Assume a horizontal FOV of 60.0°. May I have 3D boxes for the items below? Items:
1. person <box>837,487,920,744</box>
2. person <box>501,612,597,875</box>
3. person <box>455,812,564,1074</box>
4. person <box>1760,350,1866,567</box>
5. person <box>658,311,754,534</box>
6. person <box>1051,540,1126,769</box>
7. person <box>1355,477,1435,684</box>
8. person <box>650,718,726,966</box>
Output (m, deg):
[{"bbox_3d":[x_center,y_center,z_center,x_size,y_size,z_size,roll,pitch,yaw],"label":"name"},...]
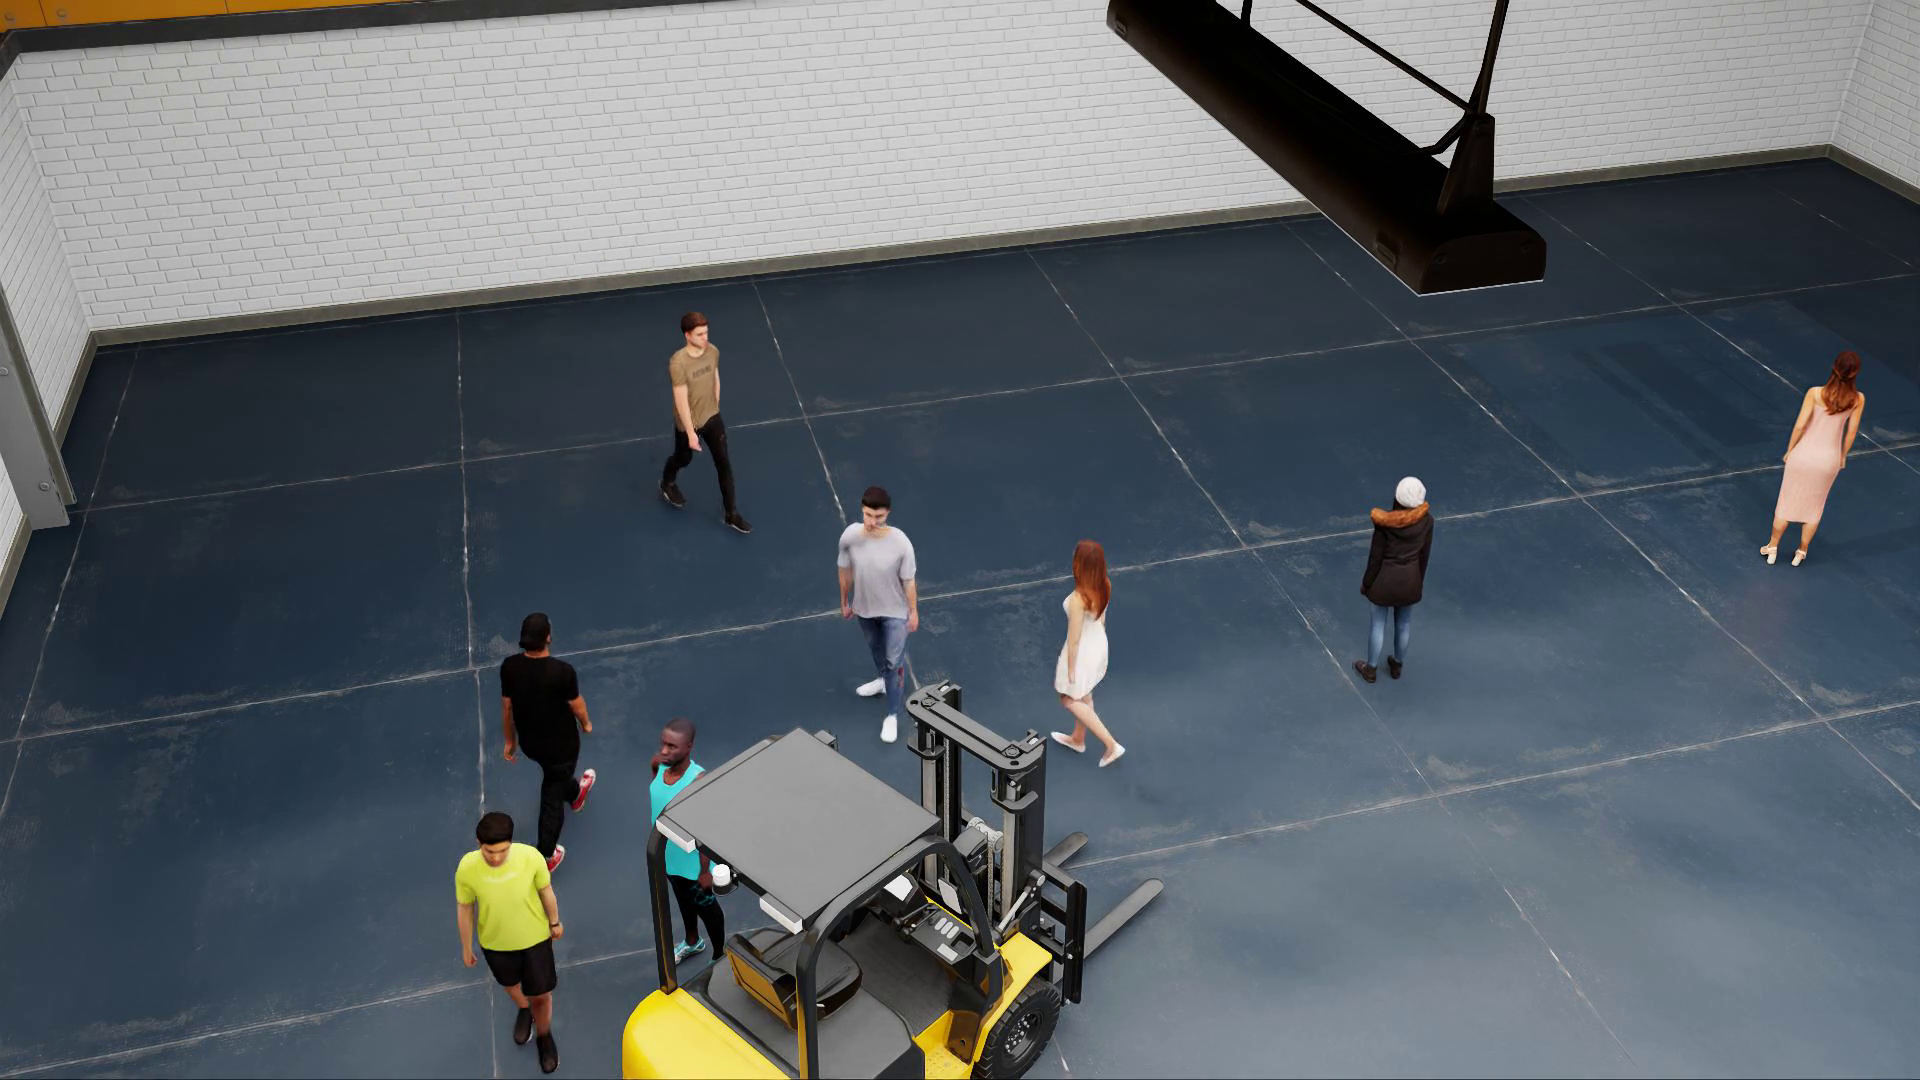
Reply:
[{"bbox_3d":[-0.495,0.390,11.062,0.978,1.861,1.071,13,36,19],"label":"person"},{"bbox_3d":[-2.475,1.268,9.879,1.026,1.709,1.199,11,35,16],"label":"person"},{"bbox_3d":[-2.357,2.005,8.791,0.700,1.685,0.754,-5,34,-7],"label":"person"},{"bbox_3d":[6.476,-0.611,12.593,0.656,1.832,0.670,9,35,14],"label":"person"},{"bbox_3d":[-2.141,-0.956,13.134,1.335,1.808,1.089,28,43,36],"label":"person"},{"bbox_3d":[0.872,0.756,10.656,0.959,1.700,0.842,25,41,32],"label":"person"},{"bbox_3d":[2.994,0.274,11.442,0.648,1.633,0.626,-4,34,-6],"label":"person"},{"bbox_3d":[-1.487,1.709,9.123,0.633,1.810,0.745,26,42,34],"label":"person"}]
